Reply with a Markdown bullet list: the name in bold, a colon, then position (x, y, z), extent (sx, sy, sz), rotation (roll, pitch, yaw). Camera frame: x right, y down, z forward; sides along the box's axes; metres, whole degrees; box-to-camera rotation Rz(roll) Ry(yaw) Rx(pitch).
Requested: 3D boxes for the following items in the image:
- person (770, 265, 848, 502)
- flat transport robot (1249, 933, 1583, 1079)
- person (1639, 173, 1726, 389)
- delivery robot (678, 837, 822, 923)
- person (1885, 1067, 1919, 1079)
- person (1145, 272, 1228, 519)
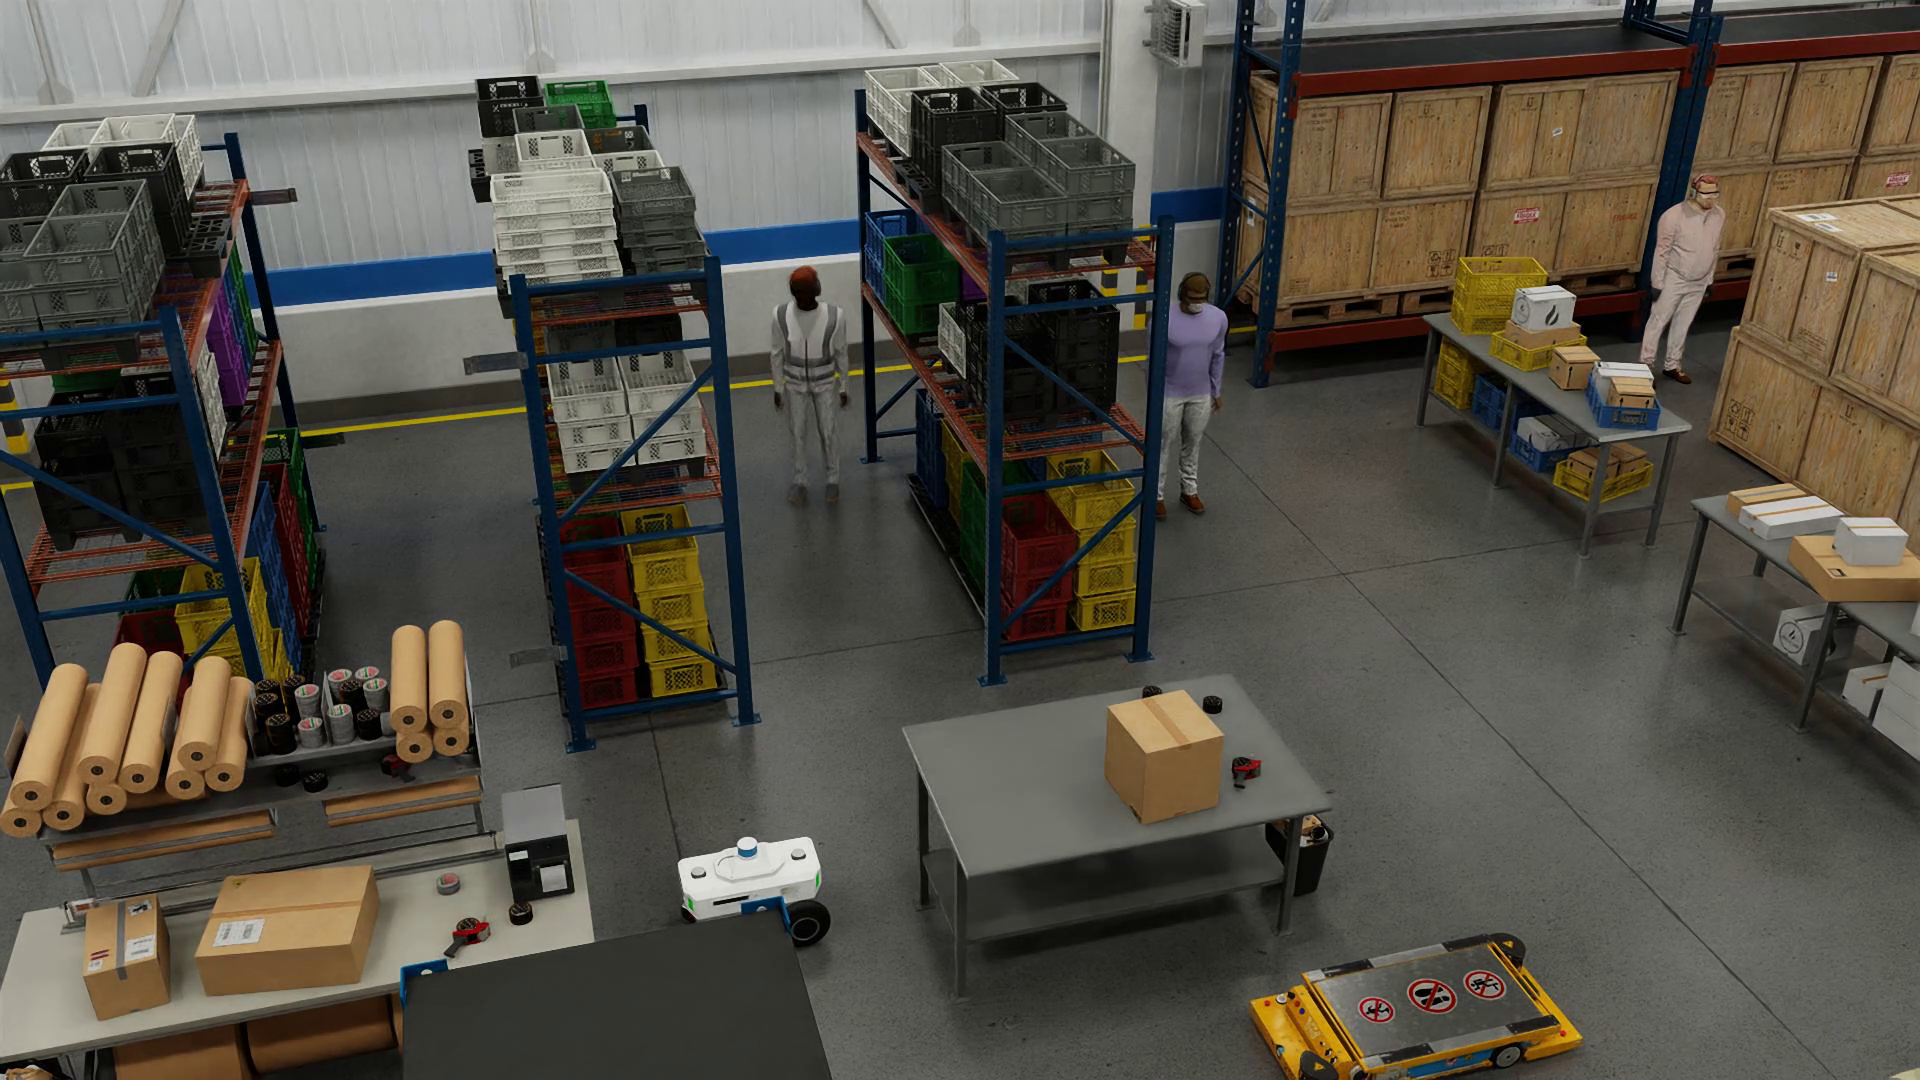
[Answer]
- **person**: position (-1.139, -1.178, 12.617), extent (0.583, 1.879, 0.338), rotation (1, 29, 3)
- **flat transport robot**: position (2.184, 2.282, 7.980), extent (1.431, 0.197, 0.652), rotation (-8, 30, -14)
- **person**: position (6.350, -2.270, 14.579), extent (0.640, 1.909, 0.409), rotation (-8, 30, -14)
- **delivery robot**: position (-1.084, 1.750, 8.563), extent (0.707, 0.478, 0.477), rotation (-8, 30, -14)
- **person**: position (3.458, 2.453, 6.067), extent (0.586, 1.825, 0.403), rotation (-8, 30, -14)
- **person**: position (1.672, -1.087, 12.397), extent (0.629, 1.936, 0.373), rotation (-8, 30, -14)
